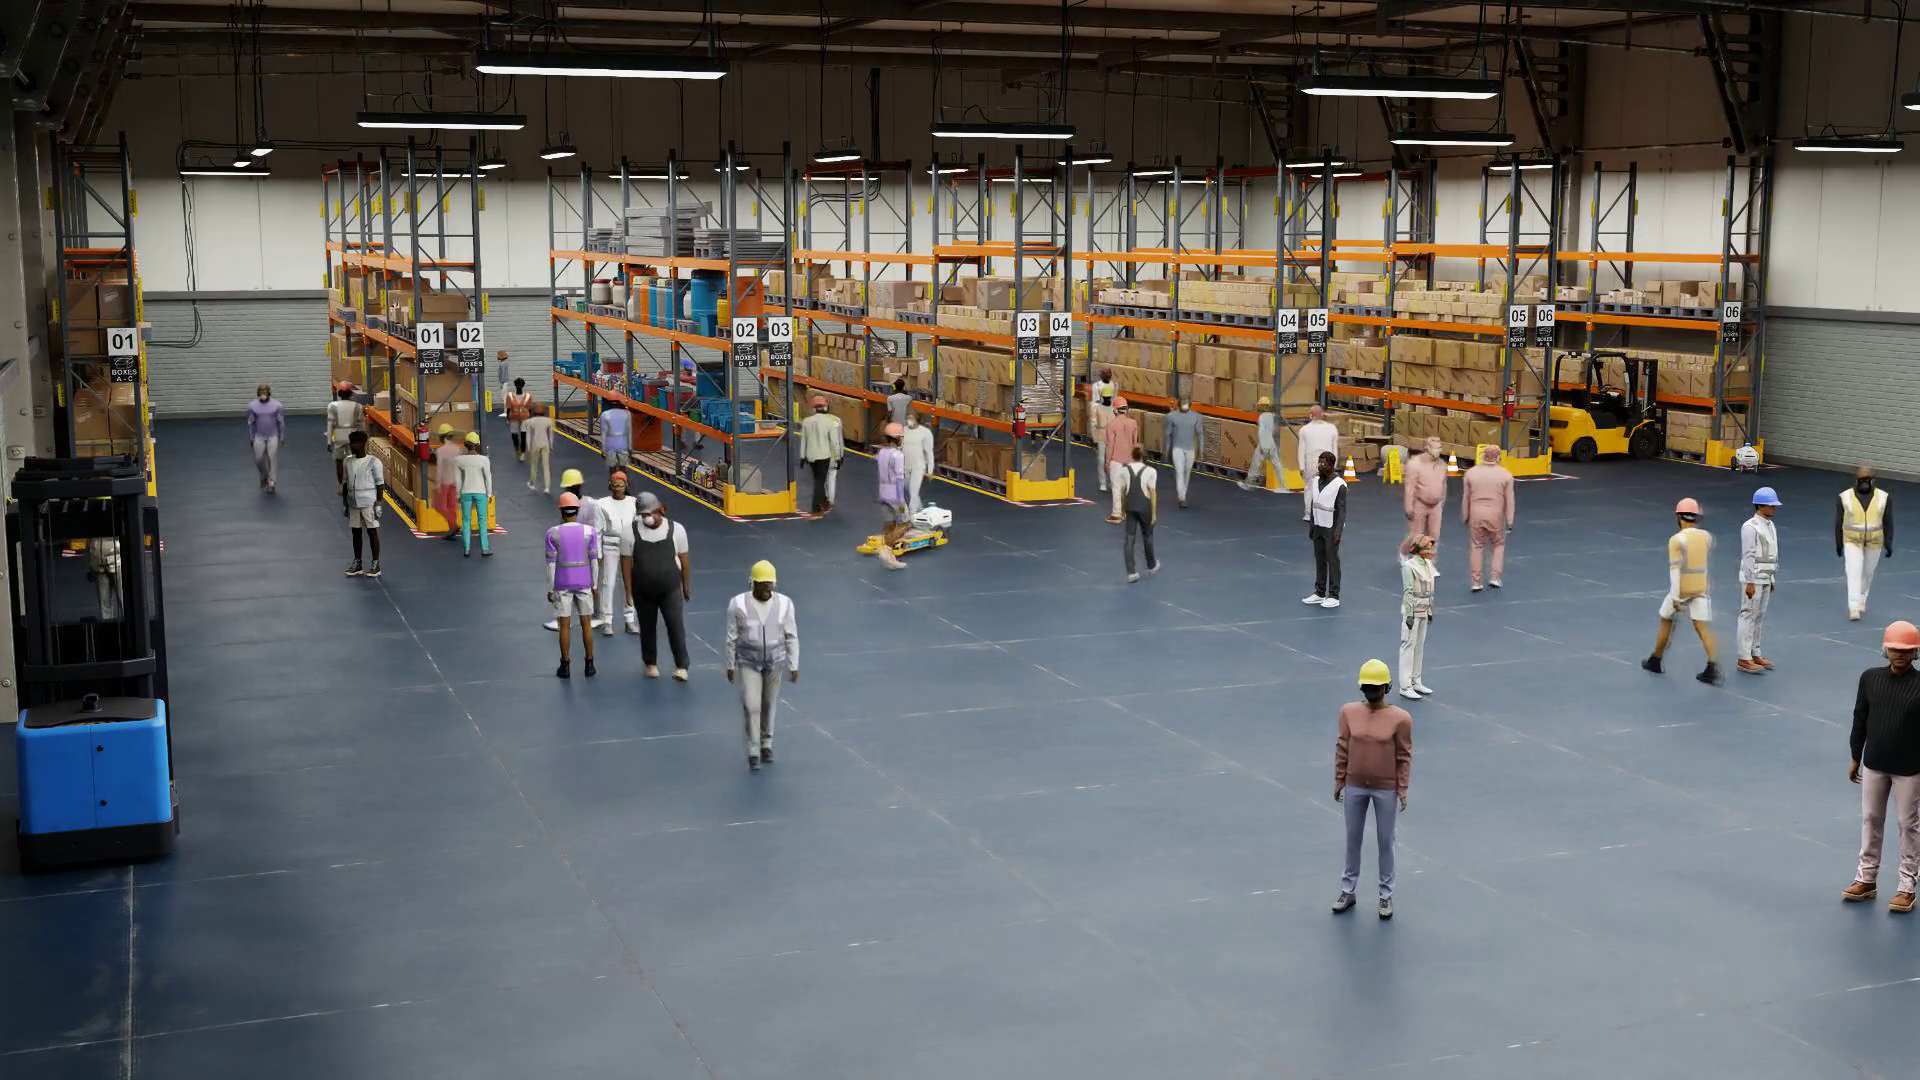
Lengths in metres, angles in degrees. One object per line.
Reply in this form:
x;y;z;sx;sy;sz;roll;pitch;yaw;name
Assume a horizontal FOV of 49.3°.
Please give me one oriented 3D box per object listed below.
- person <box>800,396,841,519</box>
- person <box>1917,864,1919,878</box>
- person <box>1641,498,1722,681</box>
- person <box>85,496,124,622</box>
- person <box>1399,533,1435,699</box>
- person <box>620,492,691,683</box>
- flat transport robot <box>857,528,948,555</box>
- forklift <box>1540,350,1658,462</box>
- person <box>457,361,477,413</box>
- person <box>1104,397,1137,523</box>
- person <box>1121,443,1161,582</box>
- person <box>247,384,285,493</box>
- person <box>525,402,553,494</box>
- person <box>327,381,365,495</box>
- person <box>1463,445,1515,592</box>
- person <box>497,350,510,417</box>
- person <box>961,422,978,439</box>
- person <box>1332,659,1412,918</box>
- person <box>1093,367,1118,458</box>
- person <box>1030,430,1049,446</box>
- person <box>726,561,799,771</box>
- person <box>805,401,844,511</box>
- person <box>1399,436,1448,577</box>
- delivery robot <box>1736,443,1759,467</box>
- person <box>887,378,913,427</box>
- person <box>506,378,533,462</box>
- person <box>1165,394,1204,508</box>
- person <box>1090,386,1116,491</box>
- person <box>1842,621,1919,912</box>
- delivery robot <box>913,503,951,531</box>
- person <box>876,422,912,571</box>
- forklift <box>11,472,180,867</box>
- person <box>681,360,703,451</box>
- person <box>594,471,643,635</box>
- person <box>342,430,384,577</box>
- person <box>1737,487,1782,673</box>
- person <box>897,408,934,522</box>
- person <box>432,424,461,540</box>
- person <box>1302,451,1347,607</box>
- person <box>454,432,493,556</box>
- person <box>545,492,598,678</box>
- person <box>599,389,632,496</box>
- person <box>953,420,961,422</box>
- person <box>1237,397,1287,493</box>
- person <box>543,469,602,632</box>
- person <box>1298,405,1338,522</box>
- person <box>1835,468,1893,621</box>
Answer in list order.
-2.180;-1.337;33.725;0.660;1.940;0.975;4;9;25;person
7.027;1.650;14.862;0.283;1.631;0.503;1;9;6;person
7.558;0.506;21.736;0.534;1.879;0.985;-3;9;-18;person
-9.422;0.297;23.245;0.597;1.825;0.403;1;9;7;person
4.554;0.746;20.863;0.309;1.640;0.514;6;10;35;person
-3.129;0.468;21.532;0.711;2.000;0.938;-1;9;-7;person
-0.831;0.016;30.416;0.652;0.197;1.431;5;10;31;flat transport robot
12.897;-2.725;42.309;2.313;2.155;1.214;-3;9;-21;forklift
-11.761;-3.731;50.236;0.582;1.799;0.793;-1;9;-9;person
2.531;-1.273;33.146;0.623;1.992;0.397;-6;10;-34;person
2.418;-0.386;27.847;0.539;1.805;0.905;4;9;23;person
-12.199;-1.792;36.843;0.643;1.923;0.420;-2;9;-13;person
-7.409;-1.625;36.864;0.520;1.584;0.867;-4;9;-26;person
-10.621;-1.742;36.214;0.646;2.003;0.944;-3;9;-20;person
6.803;-0.285;26.943;0.682;1.883;0.634;4;9;25;person
-11.245;-3.856;51.569;0.266;1.632;0.509;0;9;-2;person
0.188;-2.519;42.789;0.518;1.596;0.849;-4;9;-23;person
2.797;1.677;14.238;0.523;1.769;0.316;4;9;25;person
2.956;-2.544;42.139;0.600;1.832;0.955;-3;9;-21;person
1.681;-2.850;44.651;0.540;1.695;0.317;1;9;8;person
-1.688;1.078;18.109;0.619;1.796;0.798;-2;9;-16;person
-2.273;-1.429;34.803;0.656;1.803;0.883;-1;9;-8;person
6.217;-0.469;28.121;0.672;1.894;0.605;-3;9;-20;person
15.023;-1.603;39.956;0.477;0.478;0.707;2;9;13;delivery robot
-1.121;-2.079;38.940;0.533;1.868;0.310;-3;9;-18;person
-8.776;-2.413;41.758;0.537;1.678;0.469;-1;9;-10;person
3.759;-1.524;35.170;0.644;1.900;0.999;0;9;-3;person
2.593;-1.761;36.775;0.589;1.876;0.986;-1;9;-4;person
6.415;1.538;14.400;0.382;1.994;0.623;-7;11;-39;person
-0.413;-0.318;31.389;0.477;0.478;0.707;4;9;26;delivery robot
-0.893;-0.590;28.475;0.436;2.029;0.642;-5;10;-30;person
-6.630;0.886;15.957;1.129;2.768;1.873;-3;9;-21;forklift
-5.688;-2.826;43.875;0.634;1.885;1.030;-3;9;-22;person
-3.912;0.146;24.052;0.581;1.882;0.339;-4;9;-23;person
-8.009;-0.494;28.045;0.613;1.964;0.361;3;9;18;person
8.424;0.409;22.087;0.389;1.949;0.603;7;11;40;person
-0.727;-1.091;32.246;0.644;1.909;0.886;5;10;31;person
-7.650;-0.858;31.190;0.378;1.747;0.543;4;9;23;person
4.536;-0.141;25.861;0.393;1.917;0.591;-5;10;-30;person
-6.906;-0.651;29.759;0.525;1.769;0.309;0;9;0;person
-4.038;0.461;21.809;0.542;1.929;0.368;-3;9;-17;person
-5.828;-1.586;35.453;0.563;1.927;0.422;-4;9;-23;person
0.046;-3.694;49.923;0.603;1.804;0.705;-4;10;-27;person
5.376;-1.677;36.895;0.972;1.675;0.483;7;11;41;person
-4.433;0.133;24.120;0.613;1.879;0.947;4;9;24;person
5.634;-1.190;32.963;0.646;1.882;0.789;0;9;0;person
10.852;0.018;25.181;0.622;1.805;0.931;2;9;15;person
